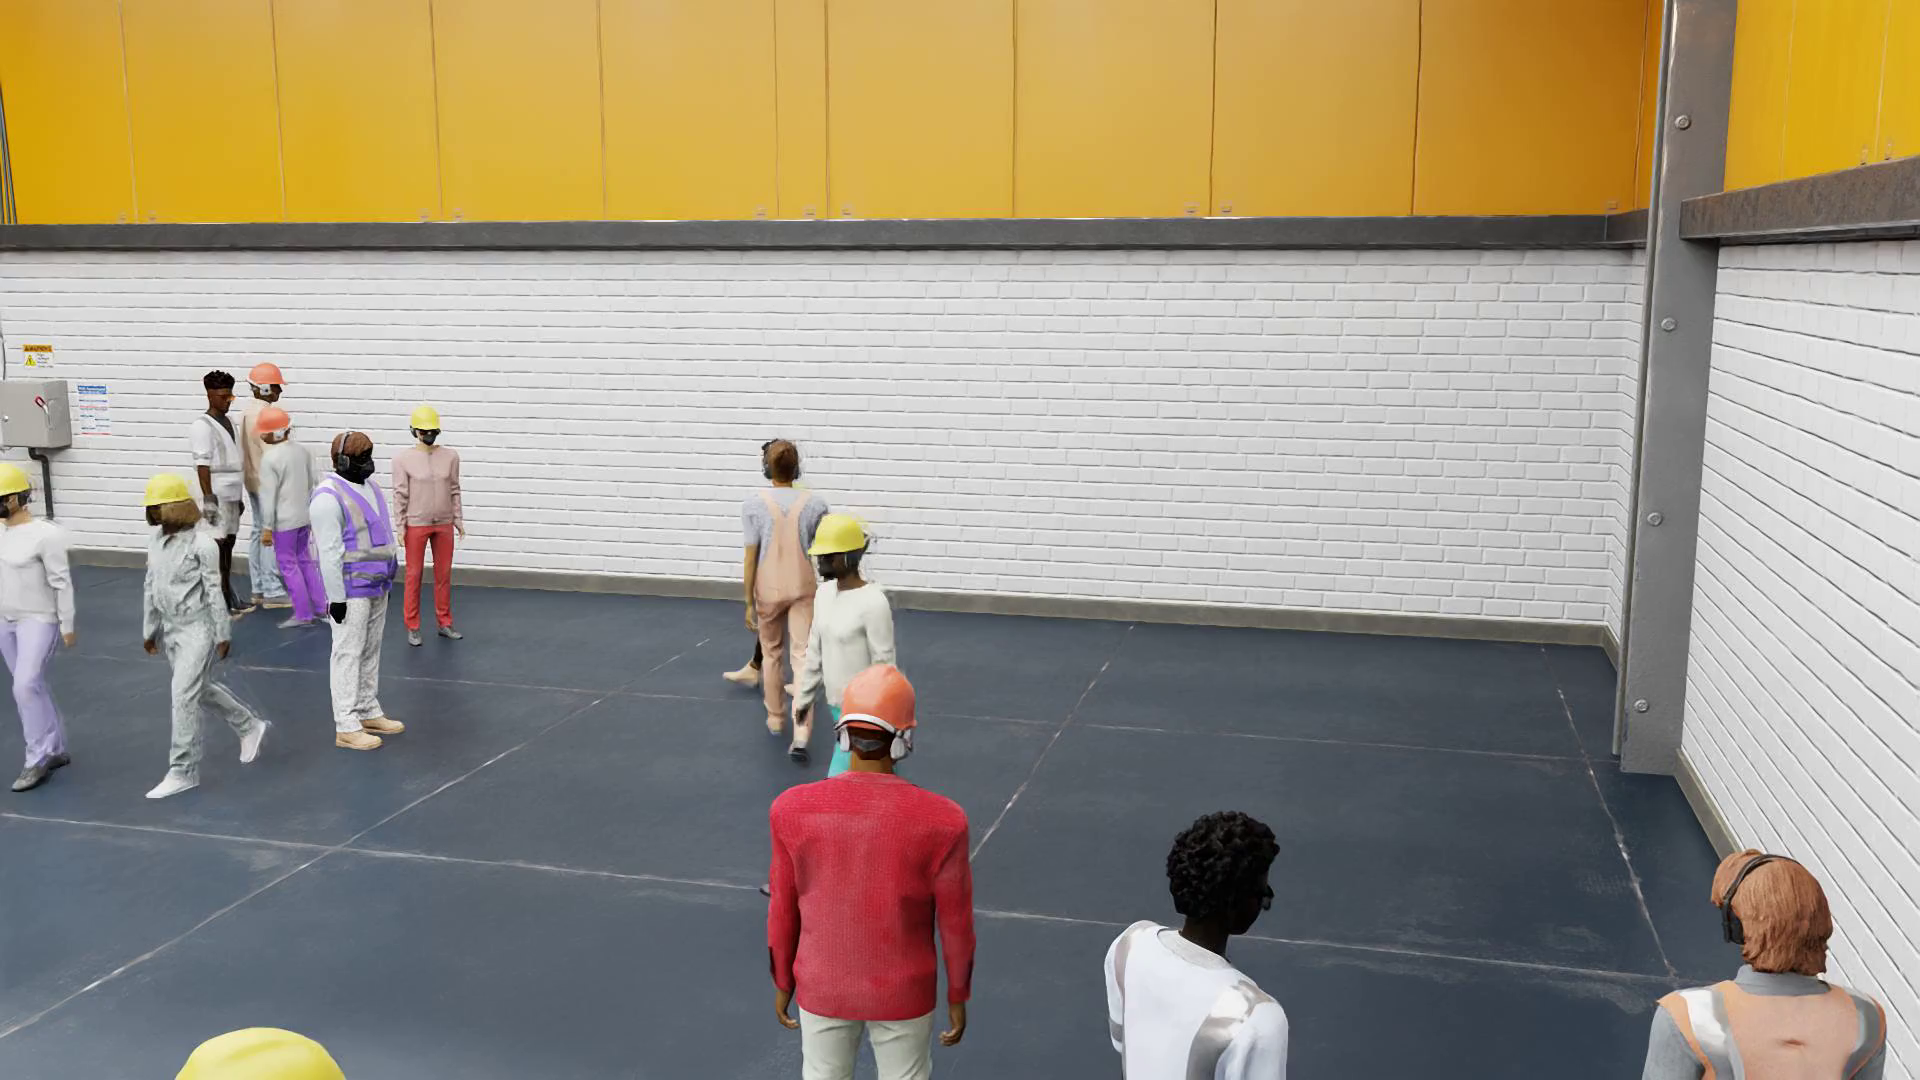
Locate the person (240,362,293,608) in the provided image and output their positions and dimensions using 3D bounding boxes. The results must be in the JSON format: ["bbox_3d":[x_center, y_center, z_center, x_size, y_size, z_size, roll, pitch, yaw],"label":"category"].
[{"bbox_3d":[-5.626,-0.447,13.546,0.400,1.989,0.623,-8,12,-38],"label":"person"}]

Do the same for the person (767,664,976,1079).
[{"bbox_3d":[-0.242,1.201,4.587,0.575,1.738,0.353,1,10,5],"label":"person"}]

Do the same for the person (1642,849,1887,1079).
[{"bbox_3d":[1.641,1.446,3.464,0.524,1.631,0.316,-1,10,-7],"label":"person"}]

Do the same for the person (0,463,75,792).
[{"bbox_3d":[-5.083,0.464,8.911,0.530,1.743,0.659,2,10,14],"label":"person"}]

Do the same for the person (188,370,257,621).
[{"bbox_3d":[-5.812,-0.347,13.097,0.364,1.942,0.611,0,10,-2],"label":"person"}]

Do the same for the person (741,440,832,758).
[{"bbox_3d":[-0.987,0.325,9.575,0.526,1.806,0.959,-2,10,-11],"label":"person"}]

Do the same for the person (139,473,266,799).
[{"bbox_3d":[-4.111,0.468,8.987,0.490,1.714,0.786,5,11,28],"label":"person"}]

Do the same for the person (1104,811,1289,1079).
[{"bbox_3d":[0.508,1.399,3.577,0.325,1.685,0.540,-6,11,-31],"label":"person"}]

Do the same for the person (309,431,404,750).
[{"bbox_3d":[-3.498,0.281,9.701,0.429,1.842,0.635,1,10,6],"label":"person"}]

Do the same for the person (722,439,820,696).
[{"bbox_3d":[-1.245,0.186,10.733,0.709,1.669,0.546,-1,10,-7],"label":"person"}]

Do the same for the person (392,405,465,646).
[{"bbox_3d":[-3.892,-0.111,12.232,0.531,1.767,0.328,-9,13,-41],"label":"person"}]

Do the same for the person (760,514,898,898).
[{"bbox_3d":[-0.530,0.734,7.398,0.902,1.716,0.557,-7,12,-34],"label":"person"}]

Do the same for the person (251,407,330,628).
[{"bbox_3d":[-5.133,-0.166,12.711,0.344,1.719,0.636,2,10,11],"label":"person"}]

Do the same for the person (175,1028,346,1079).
[{"bbox_3d":[-0.913,1.540,2.313,0.602,1.830,0.404,7,12,35],"label":"person"}]
